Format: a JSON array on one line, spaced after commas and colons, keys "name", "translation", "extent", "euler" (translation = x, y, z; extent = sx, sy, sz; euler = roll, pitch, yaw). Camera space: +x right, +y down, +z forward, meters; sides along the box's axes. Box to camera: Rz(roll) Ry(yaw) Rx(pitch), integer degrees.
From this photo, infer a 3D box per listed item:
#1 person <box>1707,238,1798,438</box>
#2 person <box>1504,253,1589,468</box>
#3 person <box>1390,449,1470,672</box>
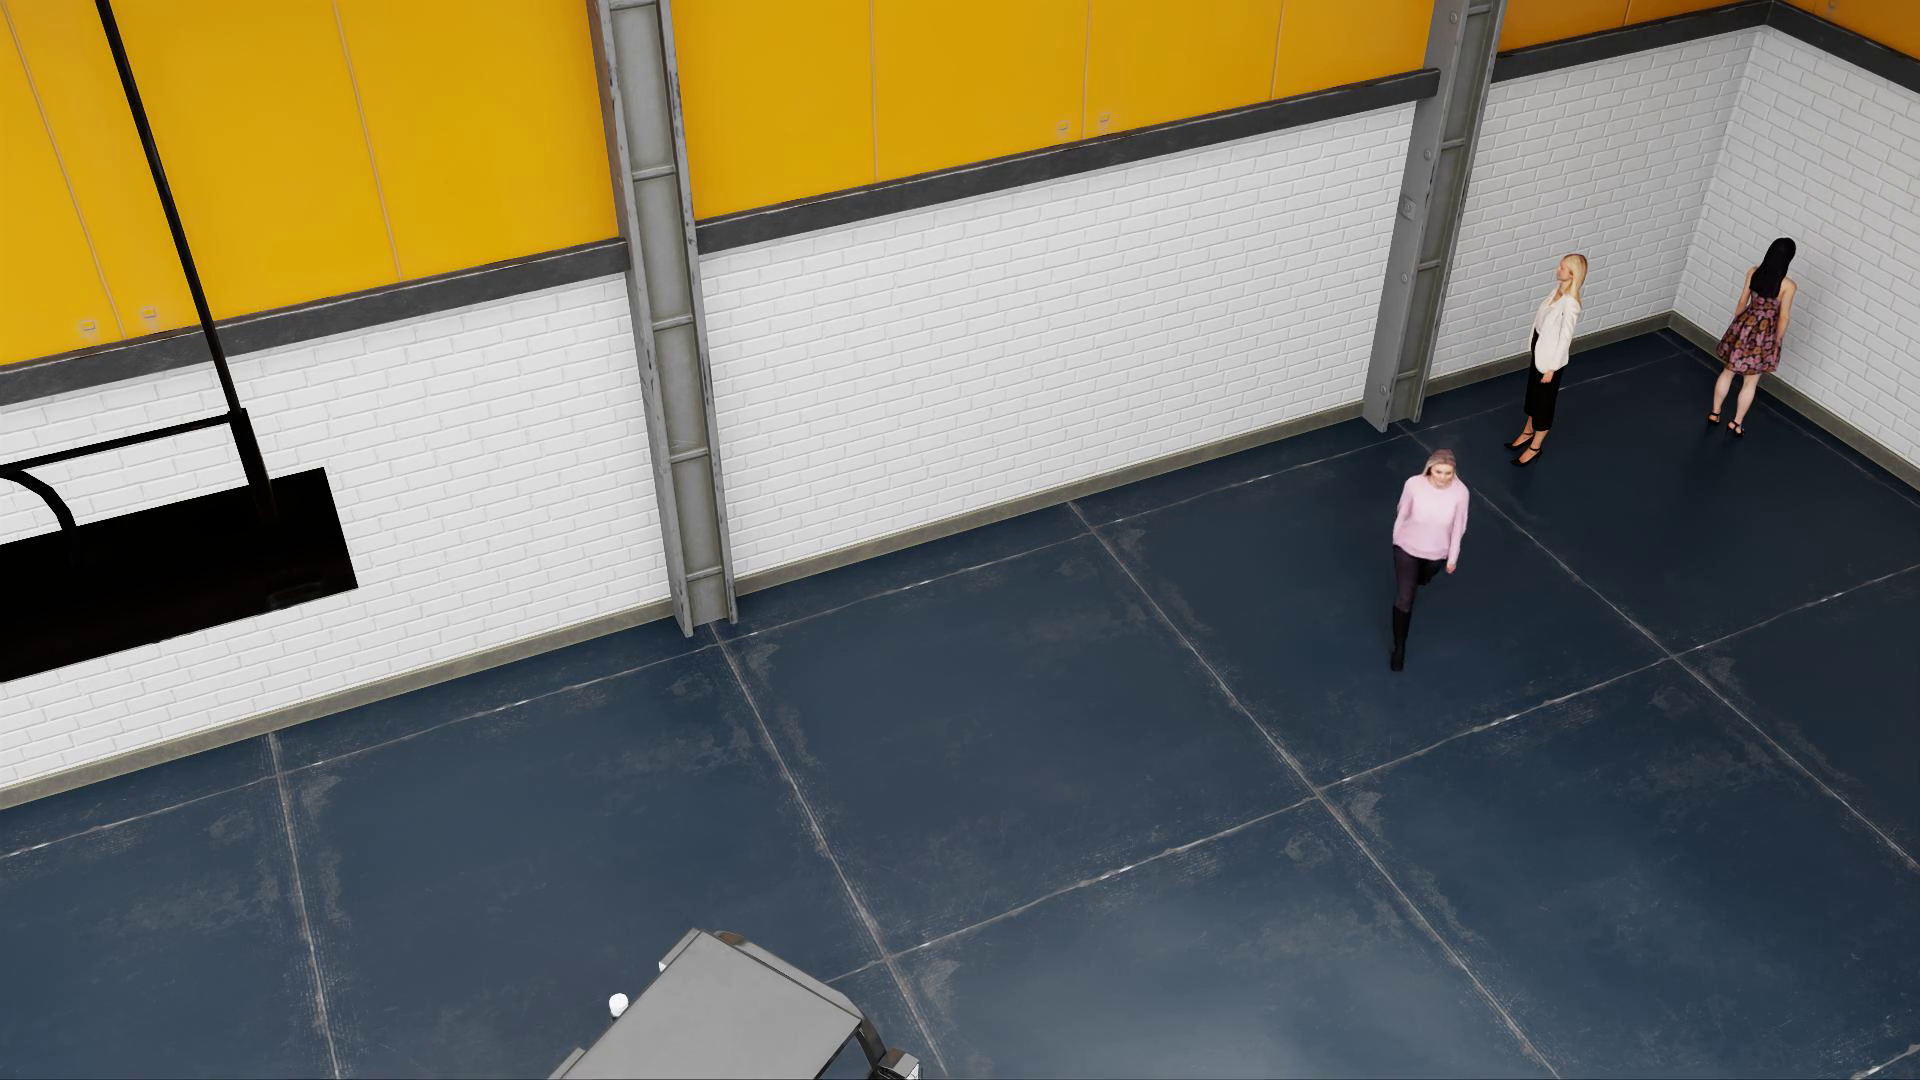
[{"name": "person", "translation": [6.332, -1.612, 13.259], "extent": [0.750, 1.774, 0.734], "euler": [-27, 46, -30]}, {"name": "person", "translation": [4.564, -1.396, 12.921], "extent": [0.672, 1.858, 0.682], "euler": [1, 39, 1]}, {"name": "person", "translation": [3.159, 0.004, 11.342], "extent": [1.169, 1.640, 1.122], "euler": [8, 39, 9]}]
